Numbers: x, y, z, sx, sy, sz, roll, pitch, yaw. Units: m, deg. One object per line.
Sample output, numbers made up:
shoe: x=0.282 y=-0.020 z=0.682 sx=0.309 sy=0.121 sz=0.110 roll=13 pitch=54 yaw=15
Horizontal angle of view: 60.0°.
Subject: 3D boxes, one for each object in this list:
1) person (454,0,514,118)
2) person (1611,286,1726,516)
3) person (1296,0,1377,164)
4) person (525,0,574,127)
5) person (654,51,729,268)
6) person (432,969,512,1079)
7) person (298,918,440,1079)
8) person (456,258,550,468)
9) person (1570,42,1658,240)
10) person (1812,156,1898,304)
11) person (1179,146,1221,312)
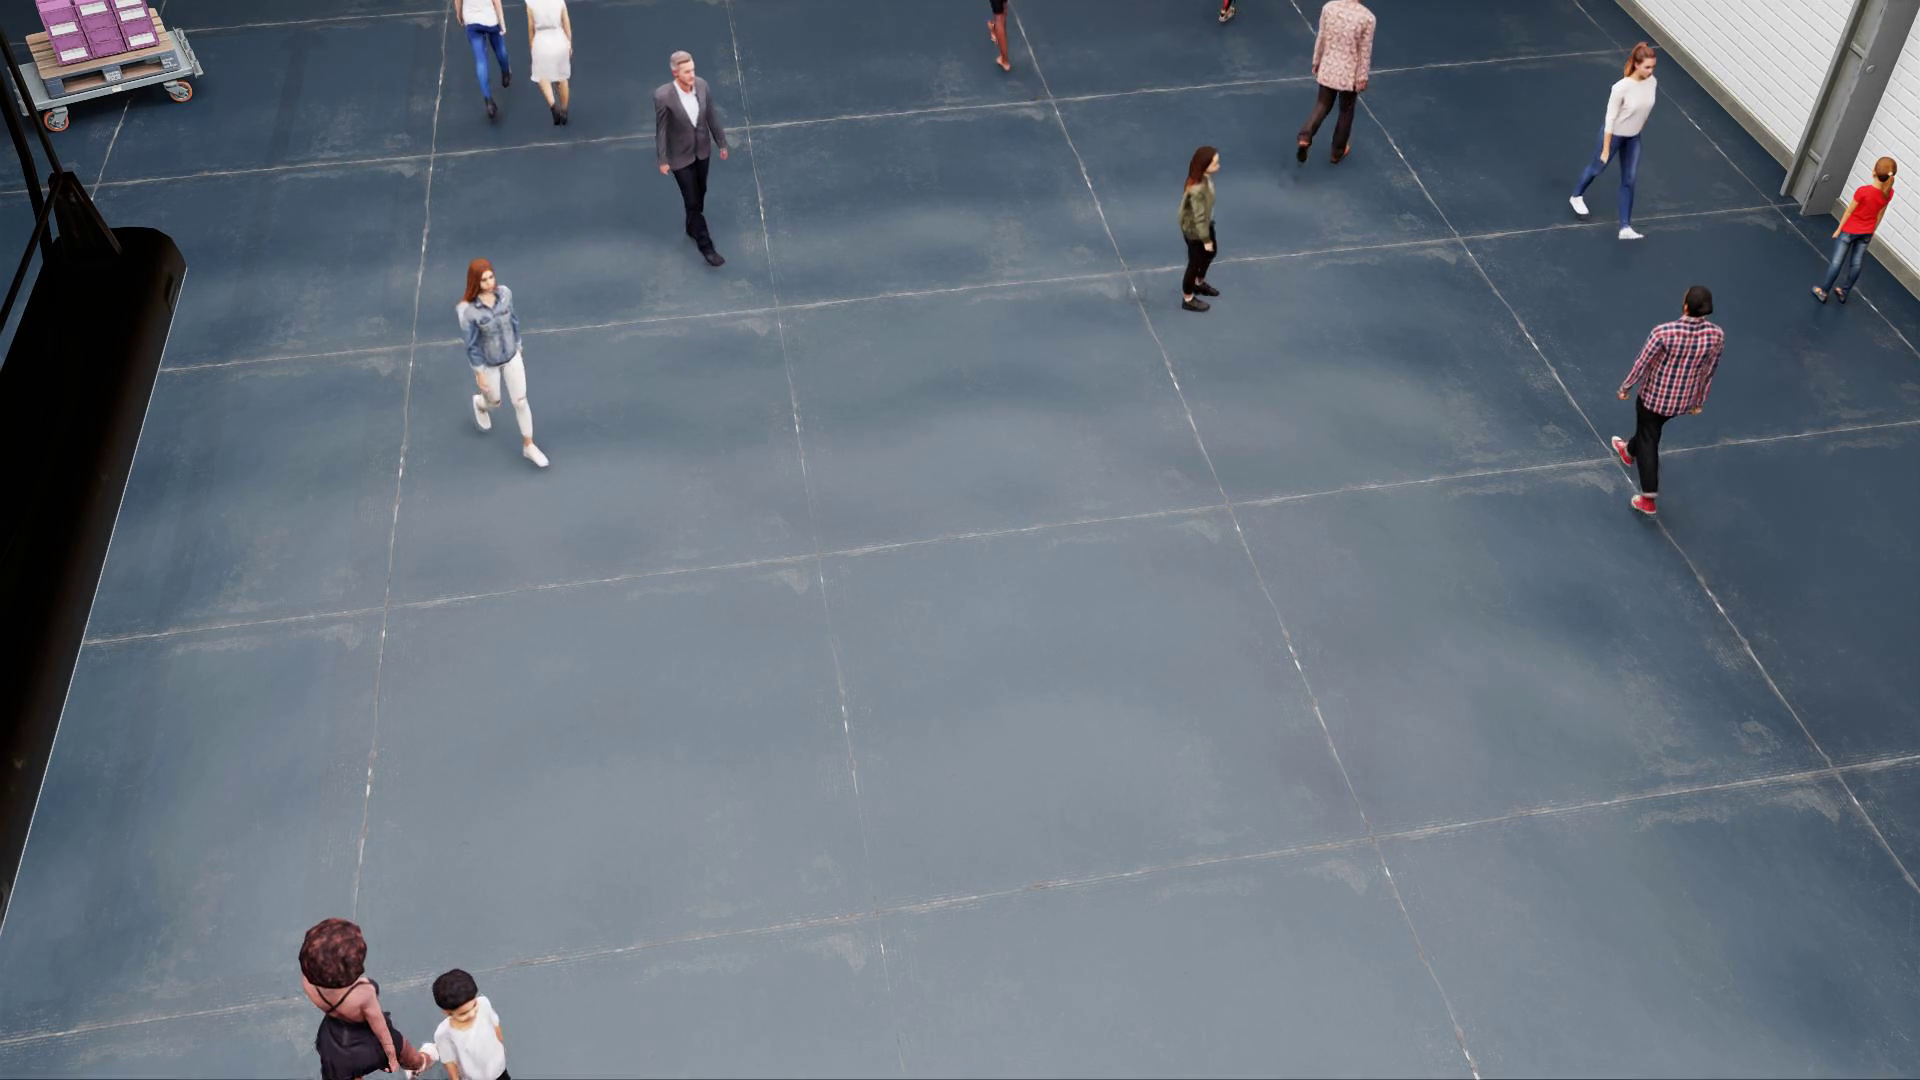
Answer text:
person: x=-4.494 y=-4.776 z=15.644 sx=0.653 sy=1.635 sz=1.131 roll=-5 pitch=44 yaw=-5
person: x=4.931 y=-0.961 z=11.565 sx=0.782 sy=1.737 sz=1.167 roll=-3 pitch=44 yaw=-3
person: x=3.367 y=-4.153 z=14.880 sx=1.013 sy=1.787 sz=1.063 roll=29 pitch=51 yaw=27
person: x=-3.777 y=-4.527 z=15.453 sx=0.682 sy=1.537 sz=0.793 roll=-19 pitch=47 yaw=-19
person: x=-2.307 y=-3.266 z=13.925 sx=1.133 sy=1.819 sz=1.049 roll=35 pitch=53 yaw=31
person: x=-2.439 y=2.530 z=8.254 sx=0.716 sy=1.249 sz=0.850 roll=-31 pitch=52 yaw=-29
person: x=-2.898 y=2.509 z=7.928 sx=0.768 sy=1.729 sz=1.150 roll=5 pitch=44 yaw=6
person: x=-3.382 y=-1.316 z=11.975 sx=0.939 sy=1.685 sz=1.123 roll=-32 pitch=52 yaw=-29
person: x=5.576 y=-3.449 z=14.222 sx=0.747 sy=1.674 sz=1.146 roll=-13 pitch=45 yaw=-13
person: x=7.293 y=-2.507 z=13.500 sx=0.488 sy=1.307 sz=0.508 roll=-2 pitch=44 yaw=-2
person: x=1.875 y=-2.500 z=13.373 sx=0.765 sy=1.472 sz=0.686 roll=15 pitch=46 yaw=15
